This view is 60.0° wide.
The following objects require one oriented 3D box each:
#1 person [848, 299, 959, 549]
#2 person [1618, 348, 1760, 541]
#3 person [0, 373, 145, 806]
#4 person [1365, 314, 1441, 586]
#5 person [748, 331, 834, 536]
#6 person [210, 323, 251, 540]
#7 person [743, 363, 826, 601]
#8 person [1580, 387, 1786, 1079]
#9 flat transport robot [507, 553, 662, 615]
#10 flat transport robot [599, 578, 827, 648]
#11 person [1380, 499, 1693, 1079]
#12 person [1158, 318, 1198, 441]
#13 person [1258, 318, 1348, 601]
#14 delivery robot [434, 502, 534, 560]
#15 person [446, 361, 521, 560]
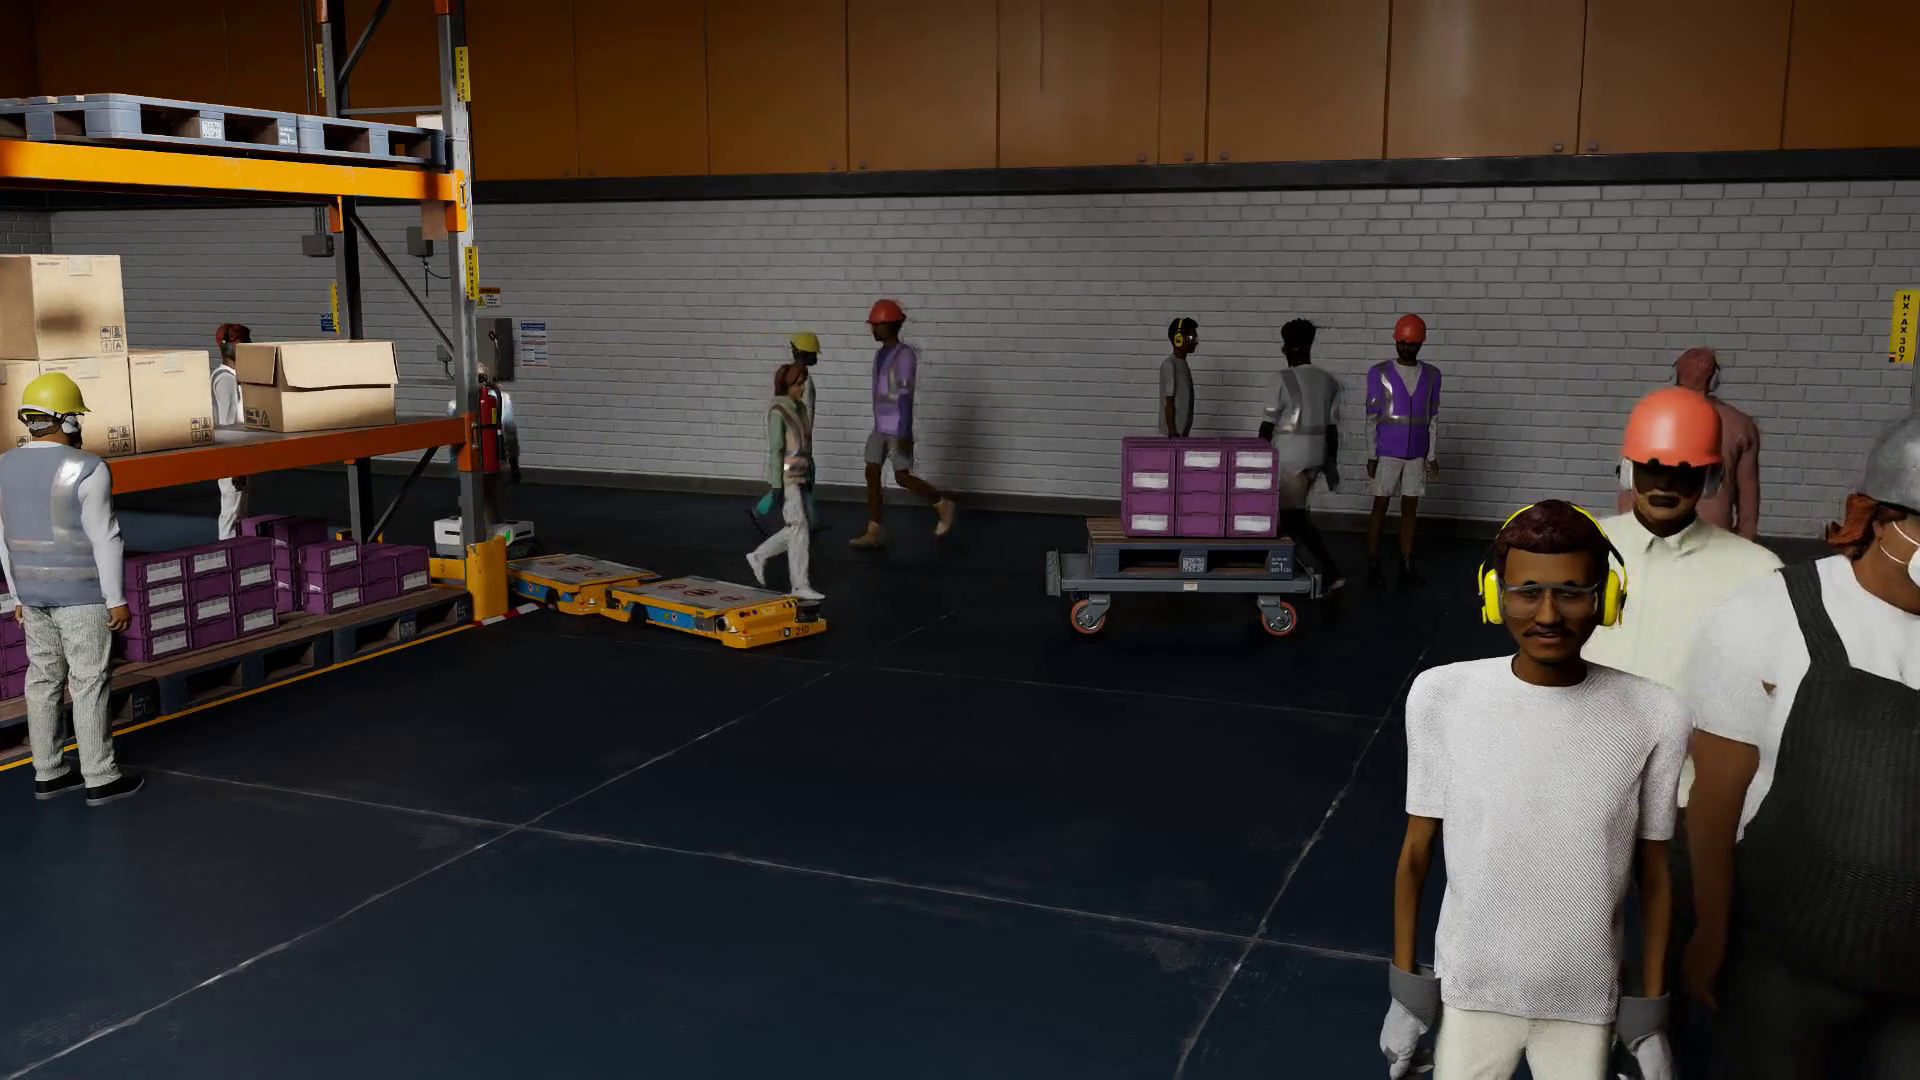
[{"bbox_3d":[-0.472,-0.939,13.431,0.886,2.008,0.615,-6,11,-32],"label":"person"},{"bbox_3d":[3.746,-0.057,8.568,0.653,1.844,1.019,4,10,25],"label":"person"},{"bbox_3d":[-3.766,0.212,7.026,0.589,1.827,0.403,3,10,17],"label":"person"},{"bbox_3d":[3.137,-0.628,11.775,0.543,1.932,0.376,-1,9,-6],"label":"person"},{"bbox_3d":[-1.426,-0.890,14.000,0.763,1.732,0.535,-4,10,-25],"label":"person"},{"bbox_3d":[-4.919,-0.524,11.301,0.358,1.881,0.574,-4,10,-24],"label":"person"},{"bbox_3d":[-1.190,-0.397,11.284,0.535,1.614,0.521,2,10,12],"label":"person"},{"bbox_3d":[1.738,0.592,4.226,0.628,1.981,0.646,5,11,28],"label":"person"},{"bbox_3d":[-2.660,0.279,11.303,0.652,0.197,1.431,-9,13,-43],"label":"flat transport robot"},{"bbox_3d":[-1.560,0.430,10.389,1.431,0.197,0.652,8,13,41],"label":"flat transport robot"},{"bbox_3d":[1.031,0.849,3.016,0.515,1.872,0.328,2,10,14],"label":"person"},{"bbox_3d":[1.722,-0.805,13.049,0.315,1.866,0.533,3,10,18],"label":"person"},{"bbox_3d":[2.366,-0.560,11.426,0.593,1.925,0.969,-7,12,-36],"label":"person"},{"bbox_3d":[-3.460,-0.038,12.078,0.707,0.478,0.477,4,10,22],"label":"delivery robot"},{"bbox_3d":[-3.399,-0.480,11.836,0.340,1.621,0.561,7,12,36],"label":"person"}]
